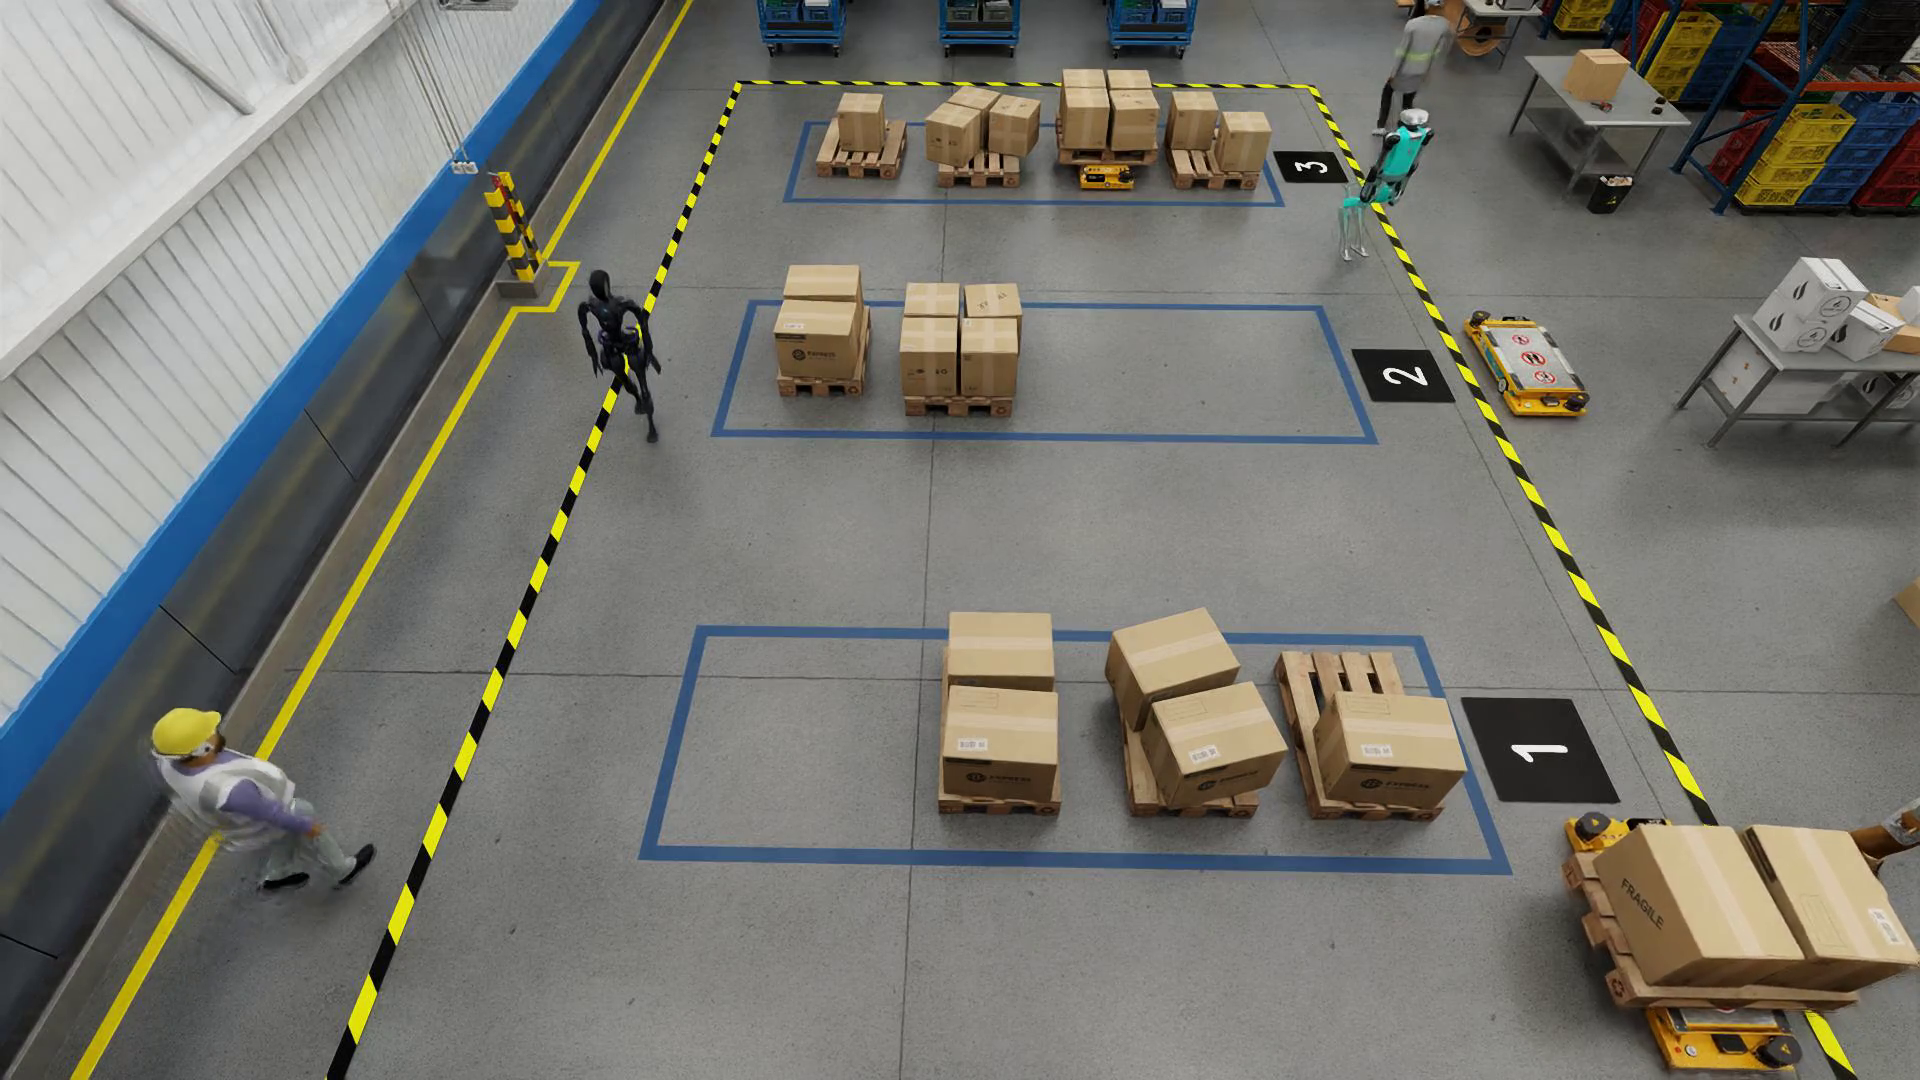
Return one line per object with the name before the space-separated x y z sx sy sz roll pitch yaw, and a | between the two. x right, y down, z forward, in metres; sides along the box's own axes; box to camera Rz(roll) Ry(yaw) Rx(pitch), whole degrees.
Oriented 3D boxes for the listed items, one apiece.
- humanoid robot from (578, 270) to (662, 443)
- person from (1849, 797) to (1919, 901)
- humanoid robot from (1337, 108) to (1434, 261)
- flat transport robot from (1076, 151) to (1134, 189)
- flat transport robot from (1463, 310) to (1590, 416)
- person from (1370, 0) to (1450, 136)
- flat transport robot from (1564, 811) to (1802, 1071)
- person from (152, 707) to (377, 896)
humanoid robot | -2.960 -1.627 8.035 0.593 1.624 0.774 -7 49 -6
person | 5.600 1.498 5.064 0.606 2.045 0.372 -2 49 -1
humanoid robot | 4.431 -3.846 9.802 0.533 1.677 0.735 -13 50 -11
flat transport robot | 1.845 -4.982 11.827 0.652 0.197 1.431 1 49 1
flat transport robot | 5.573 -1.757 9.054 0.659 0.231 1.431 1 49 1
person | 5.749 -6.009 11.696 0.591 1.836 0.550 -1 49 -1
flat transport robot | 4.279 2.345 5.486 0.652 0.197 1.431 1 49 1
person | -3.964 1.541 5.177 0.616 1.812 0.488 23 53 19
